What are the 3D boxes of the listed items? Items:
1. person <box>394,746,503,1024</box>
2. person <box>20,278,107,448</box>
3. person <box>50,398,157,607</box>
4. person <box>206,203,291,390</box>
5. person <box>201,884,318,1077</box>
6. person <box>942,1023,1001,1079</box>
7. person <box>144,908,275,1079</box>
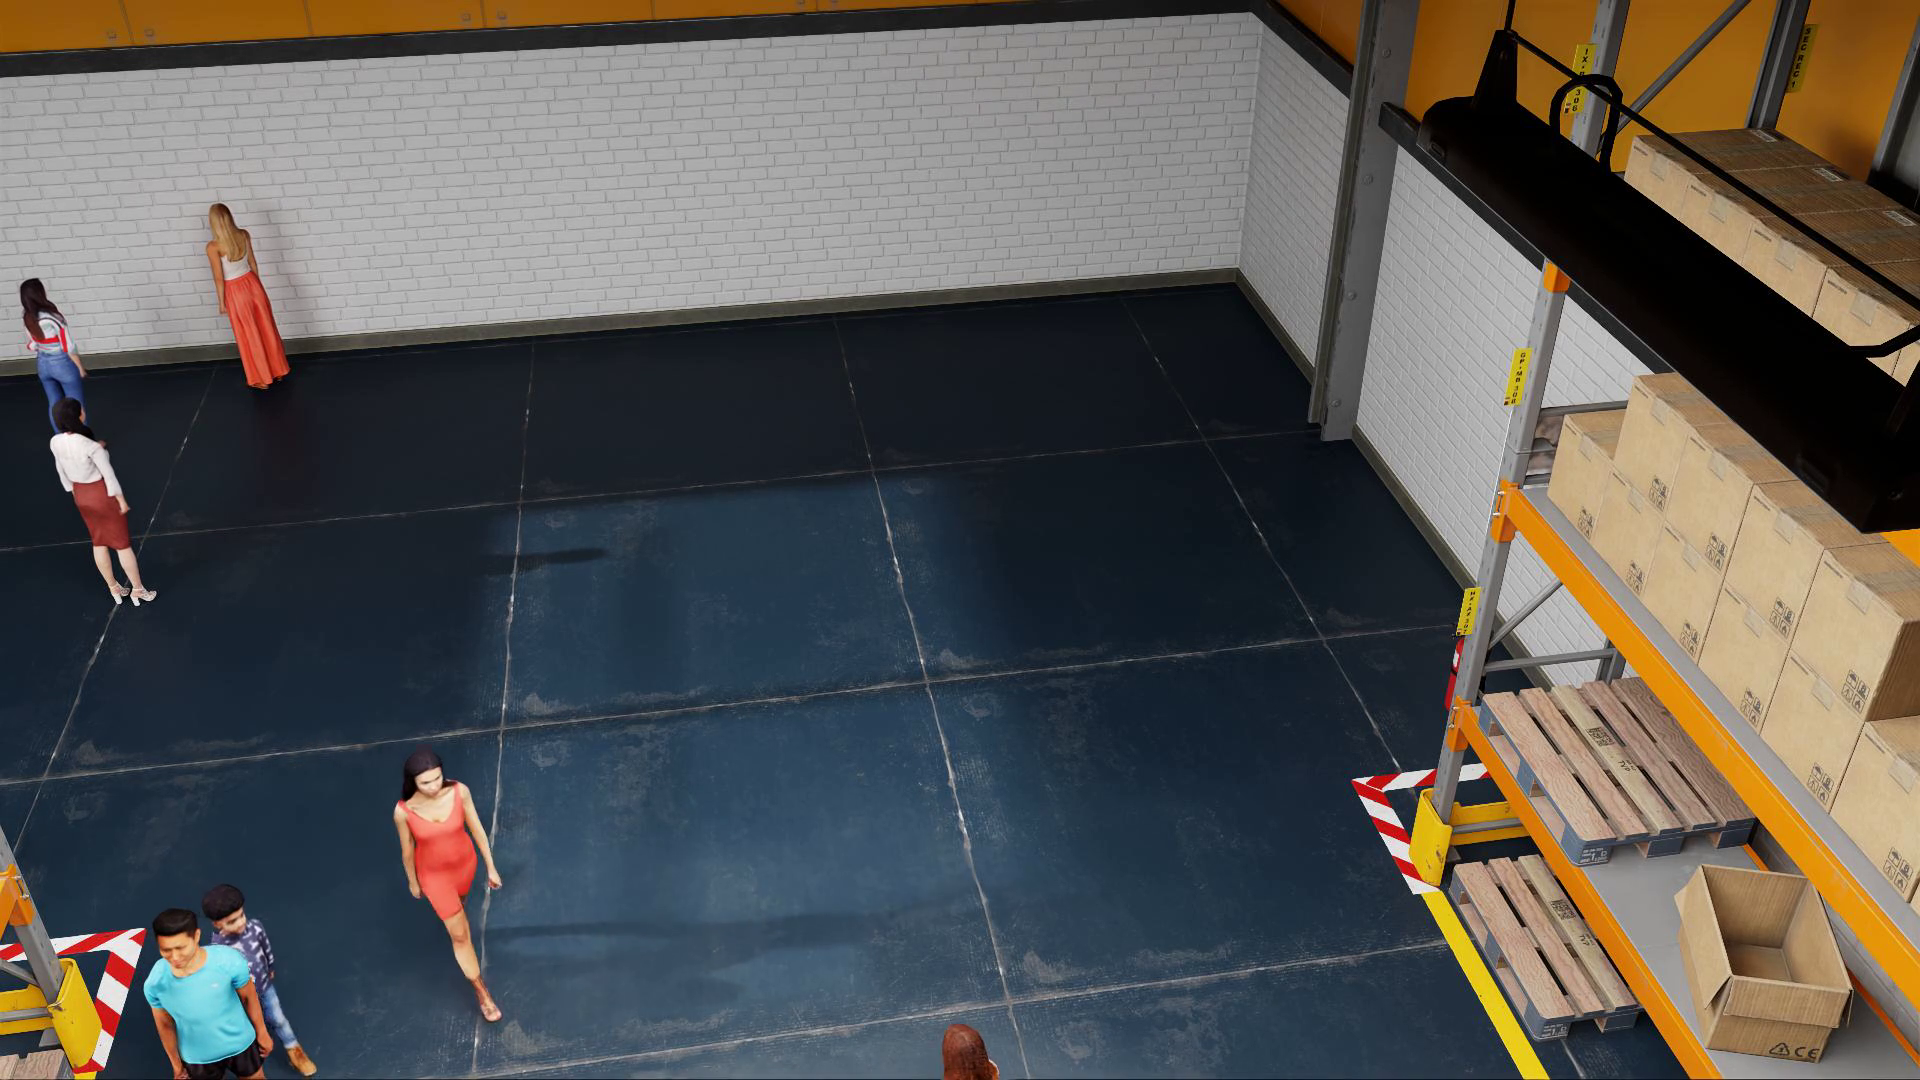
[{"bbox_3d":[-2.893,1.809,9.331,0.944,1.664,1.215,-23,40,-30],"label":"person"},{"bbox_3d":[-7.790,-1.490,14.343,0.666,1.609,0.661,7,34,11],"label":"person"},{"bbox_3d":[-6.407,-0.272,12.383,0.667,1.750,0.650,8,35,12],"label":"person"},{"bbox_3d":[-6.590,-2.243,15.303,0.793,1.801,0.730,20,39,28],"label":"person"},{"bbox_3d":[-3.861,2.348,8.912,0.886,1.229,0.788,24,41,32],"label":"person"},{"bbox_3d":[0.097,2.898,7.645,0.720,1.716,0.771,-22,39,-29],"label":"person"},{"bbox_3d":[-3.672,2.475,8.230,0.655,1.773,0.565,-12,35,-17],"label":"person"}]
